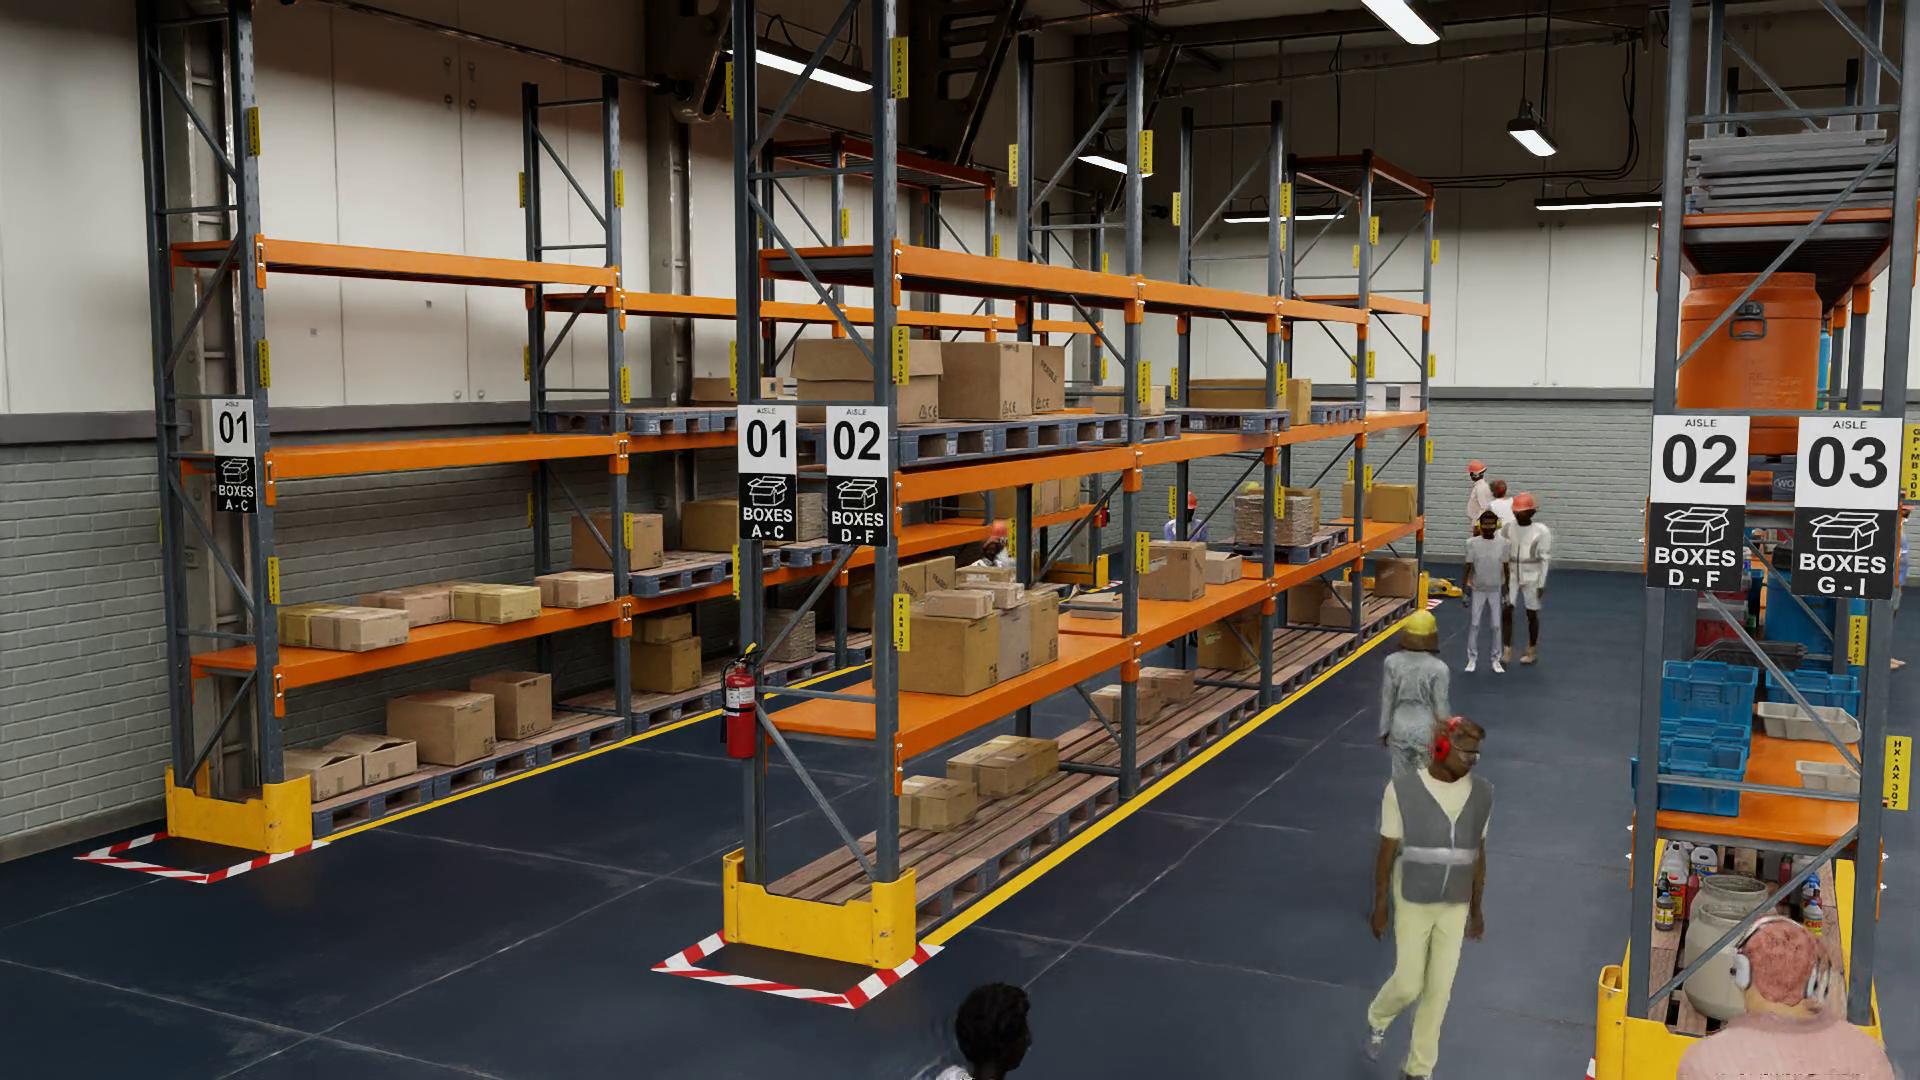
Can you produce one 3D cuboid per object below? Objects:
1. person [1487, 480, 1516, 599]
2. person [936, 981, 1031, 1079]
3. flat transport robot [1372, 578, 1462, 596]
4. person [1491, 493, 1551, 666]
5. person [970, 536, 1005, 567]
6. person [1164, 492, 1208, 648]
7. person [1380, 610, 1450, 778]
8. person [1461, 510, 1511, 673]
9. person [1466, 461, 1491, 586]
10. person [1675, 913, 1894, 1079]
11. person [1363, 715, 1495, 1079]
[{"bbox_3d":[7.971,0.026,24.373,0.607,1.823,0.413,-3,7,-29],"label":"person"},{"bbox_3d":[0.096,2.109,4.904,0.858,1.647,0.543,-3,7,-30],"label":"person"},{"bbox_3d":[6.828,0.702,25.173,1.431,0.197,0.652,1,6,6],"label":"flat transport robot"},{"bbox_3d":[6.405,0.469,19.066,0.626,2.002,0.934,5,8,43],"label":"person"},{"bbox_3d":[0.300,0.779,17.851,0.512,1.638,0.312,-6,8,-43],"label":"person"},{"bbox_3d":[2.778,0.373,20.430,0.543,1.928,0.400,-1,6,-8],"label":"person"},{"bbox_3d":[3.218,1.357,11.753,0.496,1.735,0.401,4,7,37],"label":"person"},{"bbox_3d":[5.928,0.583,18.751,0.534,1.857,0.364,1,6,10],"label":"person"},{"bbox_3d":[8.179,-0.262,26.287,0.392,1.988,0.609,2,6,16],"label":"person"},{"bbox_3d":[2.310,2.015,4.686,0.661,1.886,0.589,-1,6,-13],"label":"person"},{"bbox_3d":[2.220,1.709,7.909,0.599,1.815,0.518,-1,6,-14],"label":"person"}]
